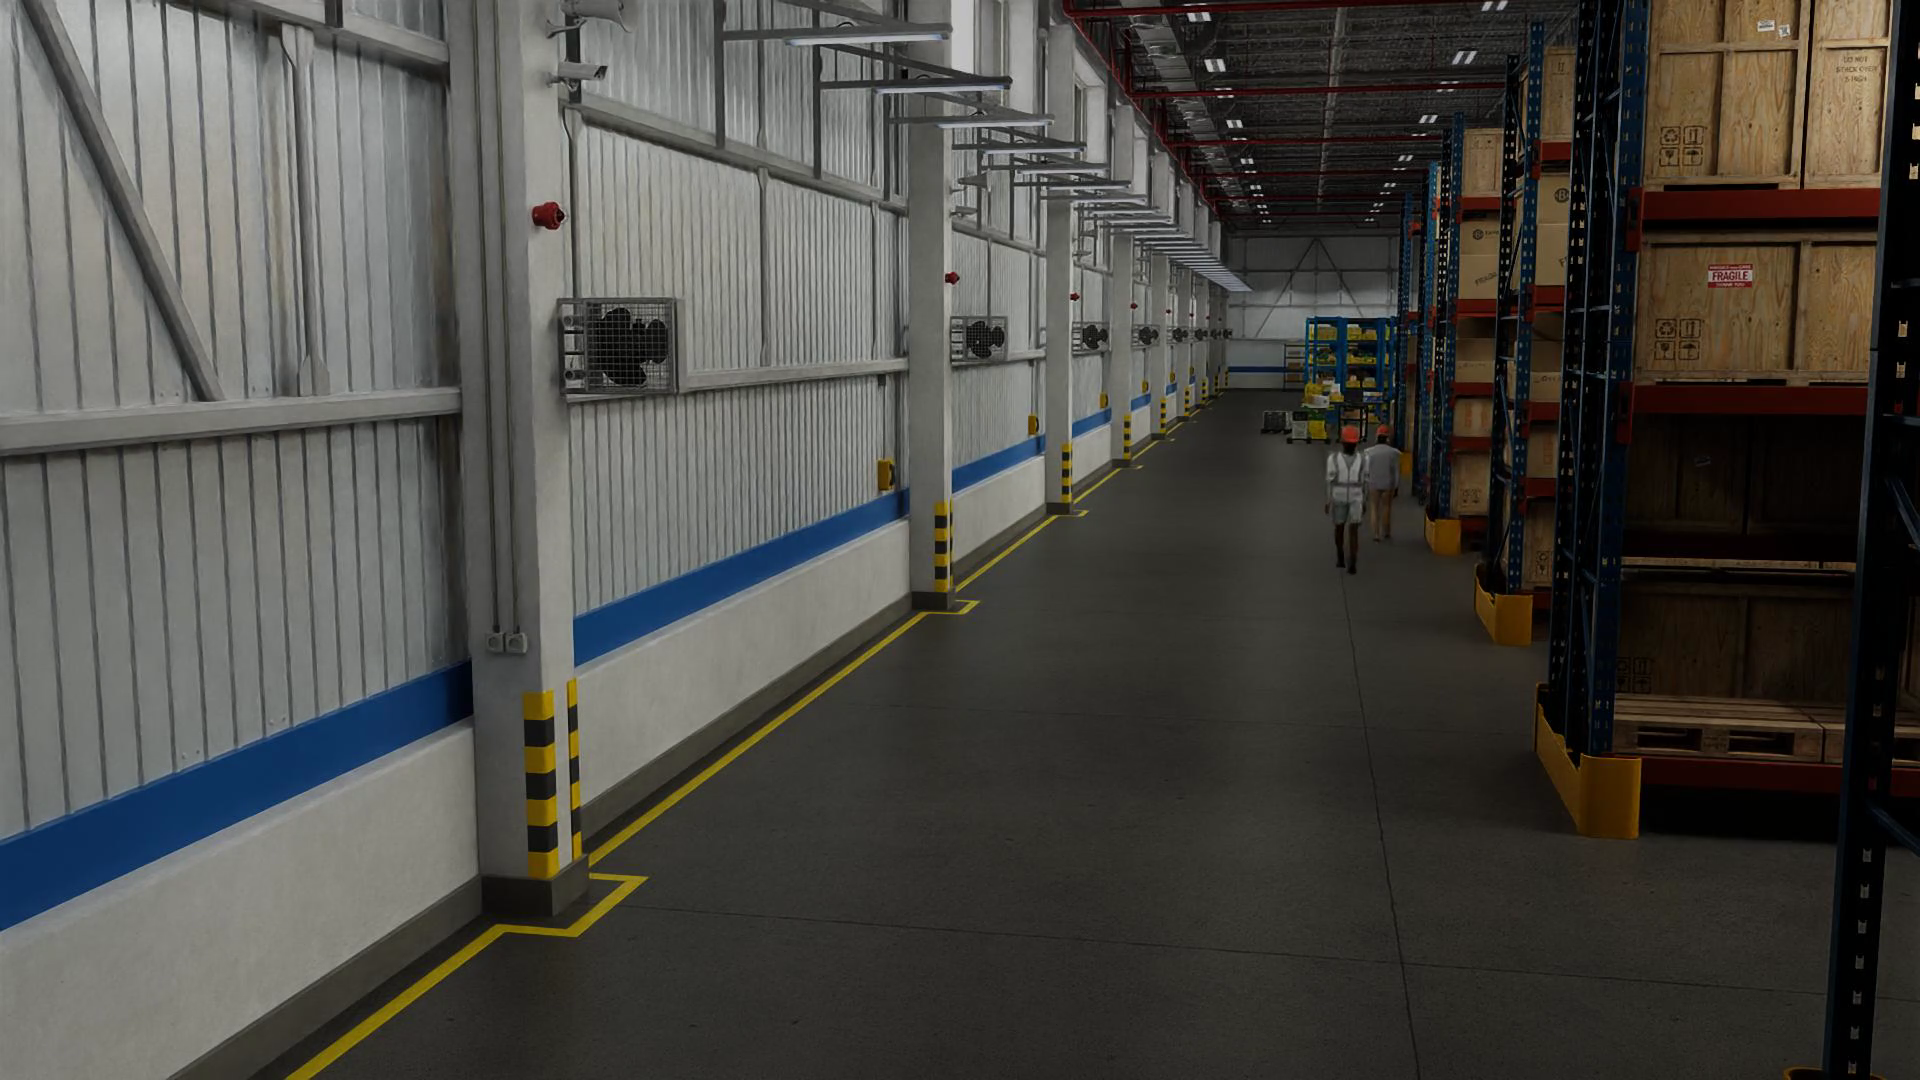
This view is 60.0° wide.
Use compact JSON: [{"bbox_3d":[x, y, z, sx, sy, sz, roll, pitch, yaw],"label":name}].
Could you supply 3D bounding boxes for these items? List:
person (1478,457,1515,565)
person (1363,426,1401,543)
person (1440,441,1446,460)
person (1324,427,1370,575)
[{"bbox_3d":[7.322,-0.590,21.877,1.022,1.949,0.621,1,7,6],"label":"person"},{"bbox_3d":[6.209,-0.828,24.629,0.580,1.710,0.850,1,7,9],"label":"person"},{"bbox_3d":[8.504,-1.359,28.530,0.585,1.805,0.570,-7,10,-44],"label":"person"},{"bbox_3d":[5.015,-0.527,21.591,0.564,1.887,1.012,1,7,10],"label":"person"}]
